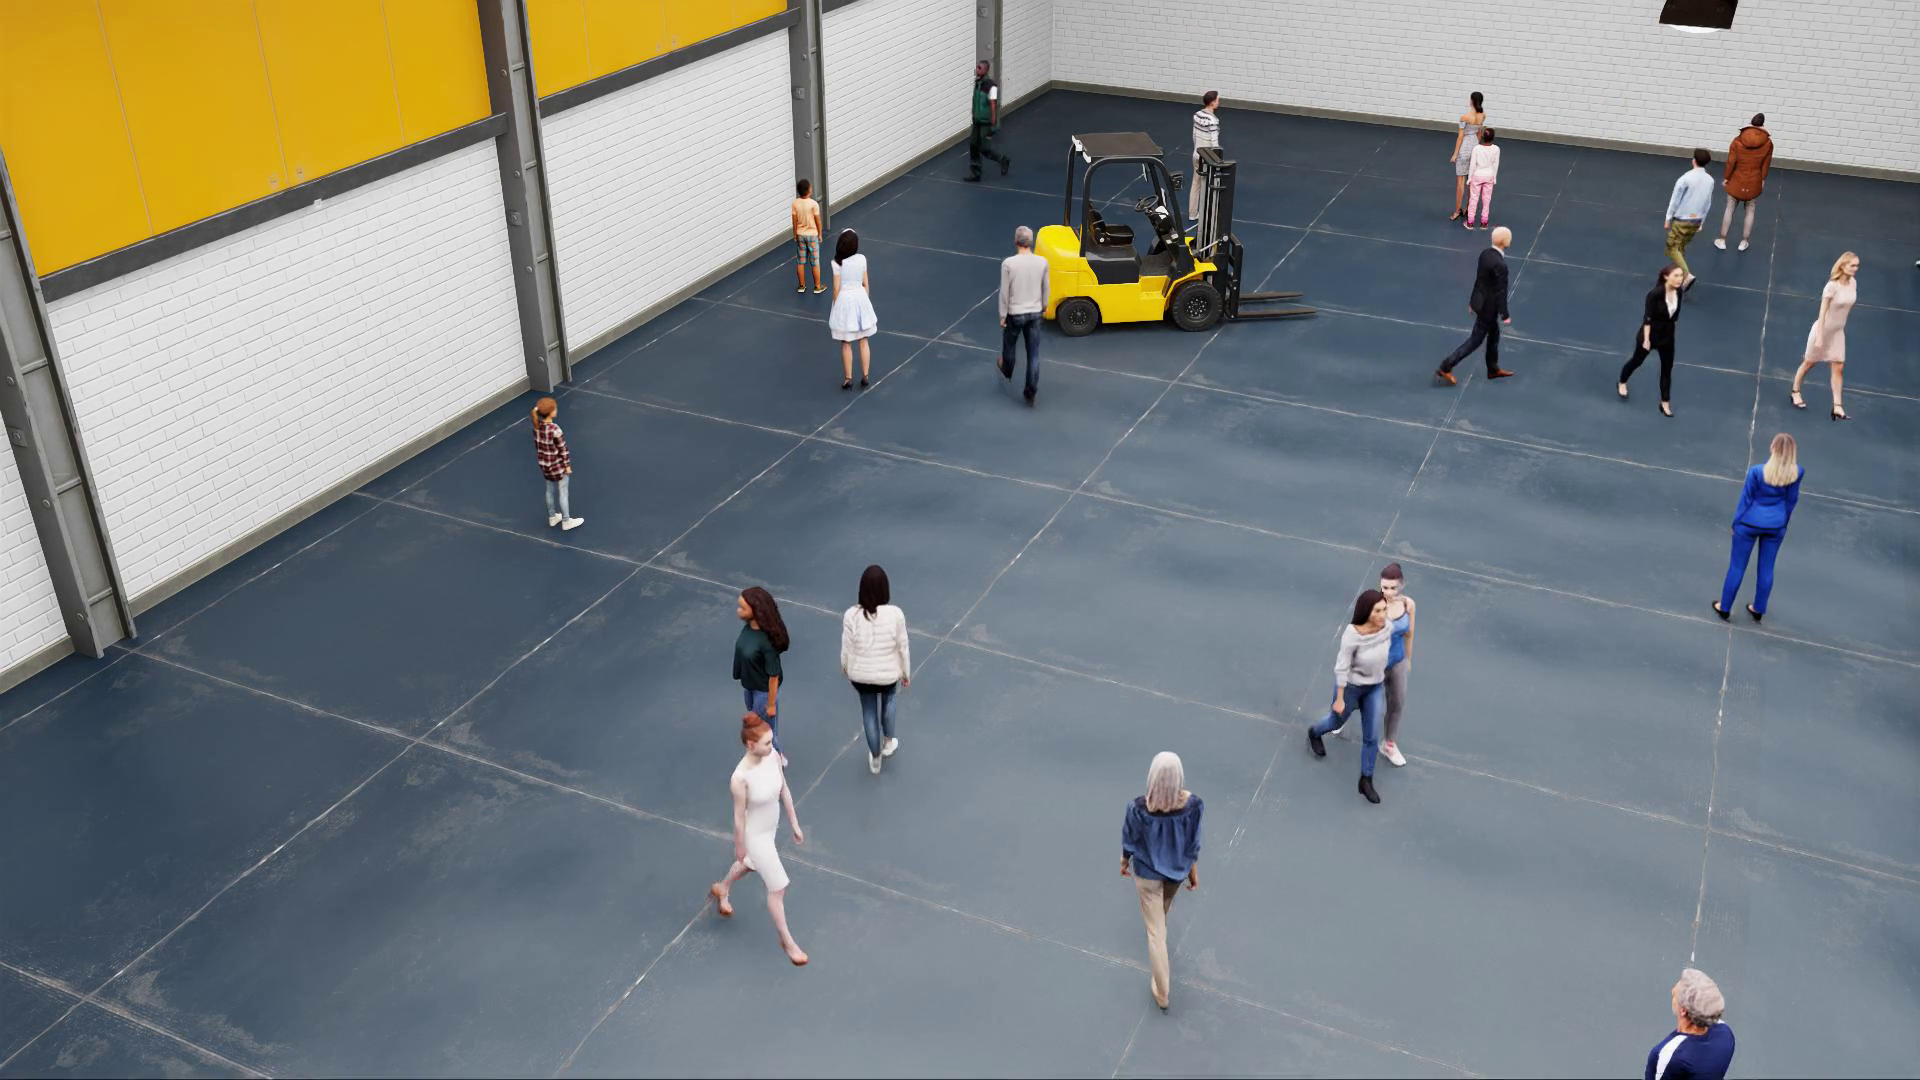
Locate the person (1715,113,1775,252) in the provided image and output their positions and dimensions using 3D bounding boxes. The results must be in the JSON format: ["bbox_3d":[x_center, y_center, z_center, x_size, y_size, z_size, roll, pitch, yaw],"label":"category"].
[{"bbox_3d":[10.544,-4.810,22.326,0.733,1.838,0.718,9,30,16],"label":"person"}]

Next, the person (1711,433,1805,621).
[{"bbox_3d":[6.673,-0.104,13.845,0.700,1.699,0.671,2,29,4],"label":"person"}]

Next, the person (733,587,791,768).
[{"bbox_3d":[-1.400,1.041,11.822,0.765,1.626,0.719,-16,32,-27],"label":"person"}]

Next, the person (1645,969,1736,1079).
[{"bbox_3d":[3.554,2.917,8.180,0.877,1.820,0.929,-13,31,-22],"label":"person"}]

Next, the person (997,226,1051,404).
[{"bbox_3d":[0.710,-2.366,17.832,1.215,1.852,1.330,-7,29,-12],"label":"person"}]

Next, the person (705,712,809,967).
[{"bbox_3d":[-1.308,1.800,10.302,0.662,1.749,1.023,15,32,26],"label":"person"}]

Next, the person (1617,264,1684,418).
[{"bbox_3d":[7.350,-2.165,17.715,1.043,1.611,1.152,-7,29,-13],"label":"person"}]

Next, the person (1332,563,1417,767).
[{"bbox_3d":[3.028,0.865,12.181,0.904,1.591,0.999,-5,29,-9],"label":"person"}]

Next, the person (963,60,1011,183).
[{"bbox_3d":[0.420,-6.306,25.085,1.138,1.824,1.021,-15,32,-26],"label":"person"}]

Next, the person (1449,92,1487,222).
[{"bbox_3d":[7.175,-5.420,23.462,0.659,1.822,0.744,-14,32,-24],"label":"person"}]

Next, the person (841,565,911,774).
[{"bbox_3d":[-0.613,0.978,11.944,0.763,1.620,0.790,-2,29,-4],"label":"person"}]

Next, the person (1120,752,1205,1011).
[{"bbox_3d":[1.218,2.058,9.935,1.012,1.648,1.188,-4,29,-7],"label":"person"}]

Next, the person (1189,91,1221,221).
[{"bbox_3d":[3.437,-5.368,23.325,0.794,1.862,0.764,-13,31,-23],"label":"person"}]

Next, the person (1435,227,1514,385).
[{"bbox_3d":[5.695,-2.534,18.216,1.079,1.780,1.212,0,29,0],"label":"person"}]

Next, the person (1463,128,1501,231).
[{"bbox_3d":[7.295,-5.058,23.198,0.604,1.441,0.589,4,29,7],"label":"person"}]

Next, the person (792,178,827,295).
[{"bbox_3d":[-1.920,-3.828,20.920,0.565,1.462,0.564,6,29,10],"label":"person"}]

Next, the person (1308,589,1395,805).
[{"bbox_3d":[2.782,1.039,11.852,1.062,1.601,1.098,-11,31,-20],"label":"person"}]

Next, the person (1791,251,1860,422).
[{"bbox_3d":[9.093,-2.190,17.567,1.013,1.796,1.120,-7,29,-13],"label":"person"}]

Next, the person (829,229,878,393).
[{"bbox_3d":[-1.175,-2.499,18.110,0.857,1.819,0.916,-10,30,-17],"label":"person"}]

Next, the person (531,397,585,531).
[{"bbox_3d":[-3.760,-0.714,15.373,0.551,1.307,0.559,17,33,29],"label":"person"}]

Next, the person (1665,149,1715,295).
[{"bbox_3d":[9.124,-3.958,20.811,1.055,1.795,1.157,-6,29,-12],"label":"person"}]
